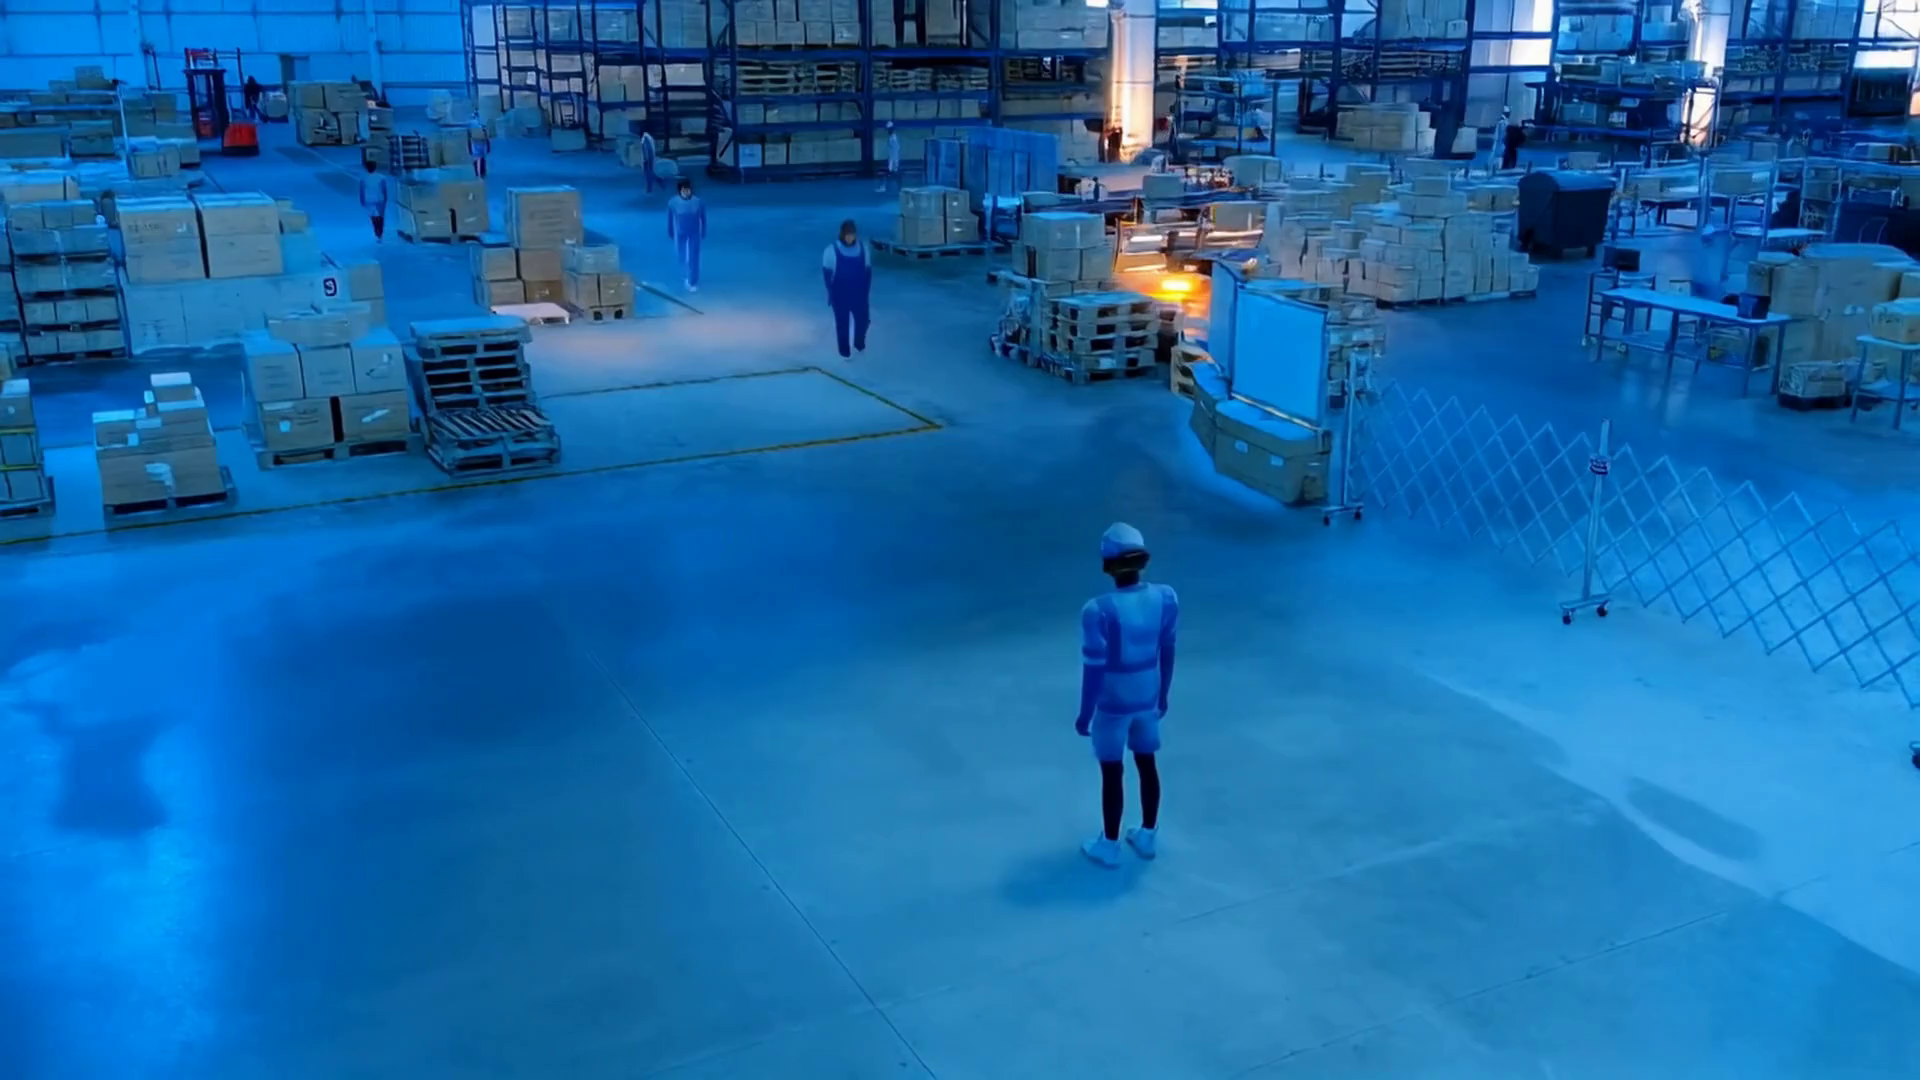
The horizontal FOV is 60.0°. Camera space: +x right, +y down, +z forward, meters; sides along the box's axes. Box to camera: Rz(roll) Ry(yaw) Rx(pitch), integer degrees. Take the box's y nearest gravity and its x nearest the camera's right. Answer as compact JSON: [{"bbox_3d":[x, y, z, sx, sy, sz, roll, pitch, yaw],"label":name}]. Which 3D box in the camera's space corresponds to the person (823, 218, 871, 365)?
[{"bbox_3d":[-1.523,-3.407,22.810,0.690,2.000,0.537,-5,19,-16],"label":"person"}]

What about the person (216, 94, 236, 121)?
[{"bbox_3d":[-25.070,-14.291,56.826,0.611,1.988,0.391,-9,20,-25],"label":"person"}]

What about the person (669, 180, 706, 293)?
[{"bbox_3d":[-4.734,-5.304,28.932,0.640,1.920,0.833,-3,18,-8],"label":"person"}]

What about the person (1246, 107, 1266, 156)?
[{"bbox_3d":[9.619,-13.141,53.758,0.784,1.670,0.537,13,22,35],"label":"person"}]

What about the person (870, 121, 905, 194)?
[{"bbox_3d":[-1.880,-10.078,43.838,0.973,1.885,0.562,0,18,0],"label":"person"}]

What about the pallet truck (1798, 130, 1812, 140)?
[{"bbox_3d":[25.526,-11.556,49.408,1.630,1.274,0.653,-9,20,-26],"label":"pallet truck"}]

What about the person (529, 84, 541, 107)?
[{"bbox_3d":[-16.637,-17.003,65.479,0.655,1.877,0.891,16,24,40],"label":"person"}]

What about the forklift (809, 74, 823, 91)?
[{"bbox_3d":[-4.353,-12.765,50.631,1.873,2.768,1.129,-9,20,-26],"label":"forklift"}]

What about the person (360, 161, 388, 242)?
[{"bbox_3d":[-12.376,-7.164,35.120,0.546,1.647,0.881,-9,20,-27],"label":"person"}]

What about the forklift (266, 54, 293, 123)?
[{"bbox_3d":[-28.451,-19.129,70.472,1.873,2.768,1.129,-9,20,-26],"label":"forklift"}]

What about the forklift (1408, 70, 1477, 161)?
[{"bbox_3d":[15.435,-13.460,52.796,1.873,2.768,1.129,-9,20,-26],"label":"forklift"}]

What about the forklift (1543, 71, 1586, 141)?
[{"bbox_3d":[18.685,-13.231,52.085,1.873,2.768,1.129,-9,20,-26],"label":"forklift"}]

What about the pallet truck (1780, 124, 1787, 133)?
[{"bbox_3d":[25.206,-12.542,52.601,1.601,1.201,0.680,0,18,-2],"label":"pallet truck"}]

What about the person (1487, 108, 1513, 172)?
[{"bbox_3d":[16.183,-11.880,49.472,1.010,1.878,0.593,-2,18,-5],"label":"person"}]

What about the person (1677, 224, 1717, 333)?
[{"bbox_3d":[10.897,-3.773,24.461,0.922,1.720,0.520,6,19,18],"label":"person"}]

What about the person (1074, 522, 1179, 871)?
[{"bbox_3d":[0.922,0.888,9.429,0.605,2.036,0.388,-9,20,-25],"label":"person"}]

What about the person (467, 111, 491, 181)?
[{"bbox_3d":[-13.615,-11.168,47.149,0.628,1.945,0.425,-2,18,-7],"label":"person"}]

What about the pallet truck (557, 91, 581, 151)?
[{"bbox_3d":[-13.495,-14.412,57.188,0.823,1.965,1.885,-3,18,-9],"label":"pallet truck"}]

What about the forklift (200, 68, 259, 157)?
[{"bbox_3d":[-24.369,-14.147,54.940,1.873,2.768,1.129,-9,20,-26],"label":"forklift"}]

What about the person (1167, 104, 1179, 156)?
[{"bbox_3d":[7.143,-13.598,55.159,0.564,1.679,0.545,1,18,4],"label":"person"}]

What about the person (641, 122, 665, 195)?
[{"bbox_3d":[-8.089,-9.972,43.506,0.541,1.903,0.594,-2,18,-8],"label":"person"}]

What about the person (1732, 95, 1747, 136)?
[{"bbox_3d":[27.369,-14.683,58.331,0.608,1.809,0.532,-6,19,-17],"label":"person"}]

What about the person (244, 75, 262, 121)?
[{"bbox_3d":[-30.635,-19.173,72.132,0.627,1.936,0.372,-9,20,-25],"label":"person"}]
